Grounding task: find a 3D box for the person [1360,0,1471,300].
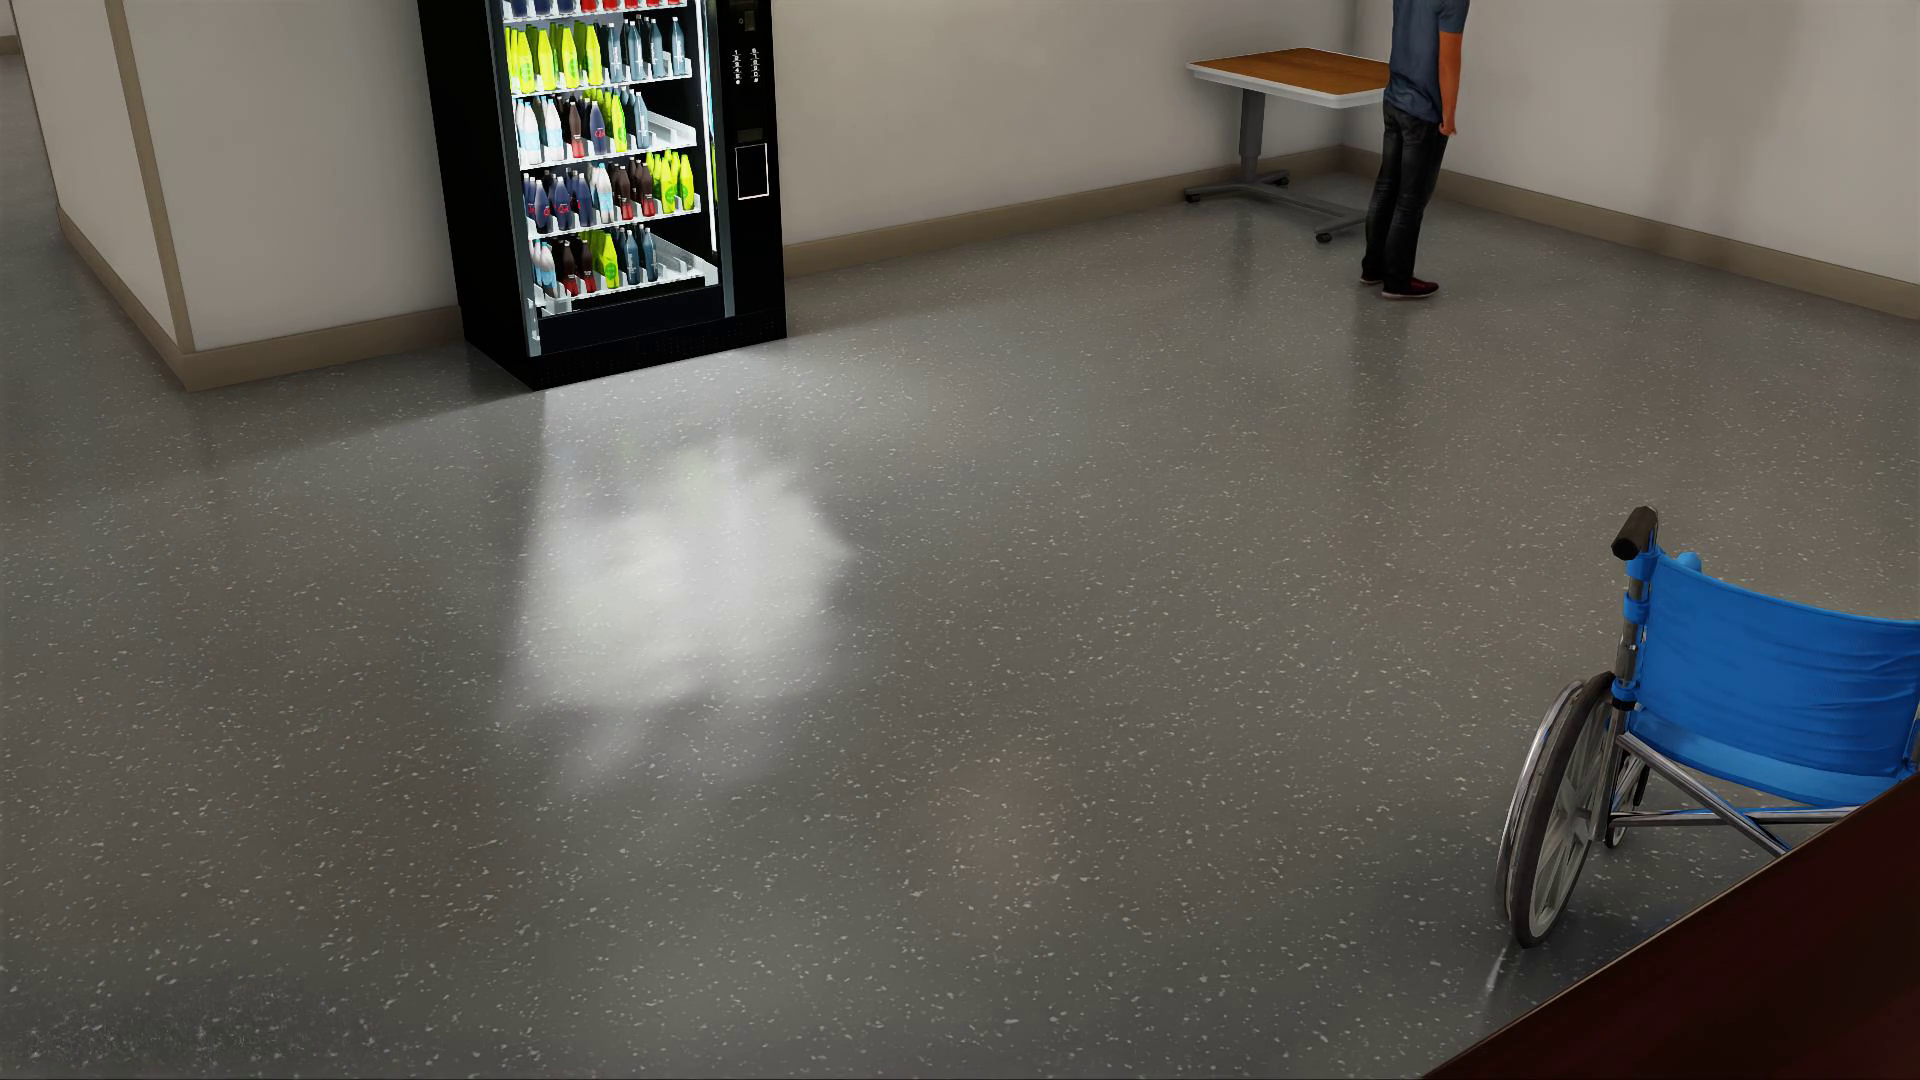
[{"bbox_3d":[2.155,-2.060,7.871,0.631,1.808,0.690,-8,27,-17],"label":"person"}]
